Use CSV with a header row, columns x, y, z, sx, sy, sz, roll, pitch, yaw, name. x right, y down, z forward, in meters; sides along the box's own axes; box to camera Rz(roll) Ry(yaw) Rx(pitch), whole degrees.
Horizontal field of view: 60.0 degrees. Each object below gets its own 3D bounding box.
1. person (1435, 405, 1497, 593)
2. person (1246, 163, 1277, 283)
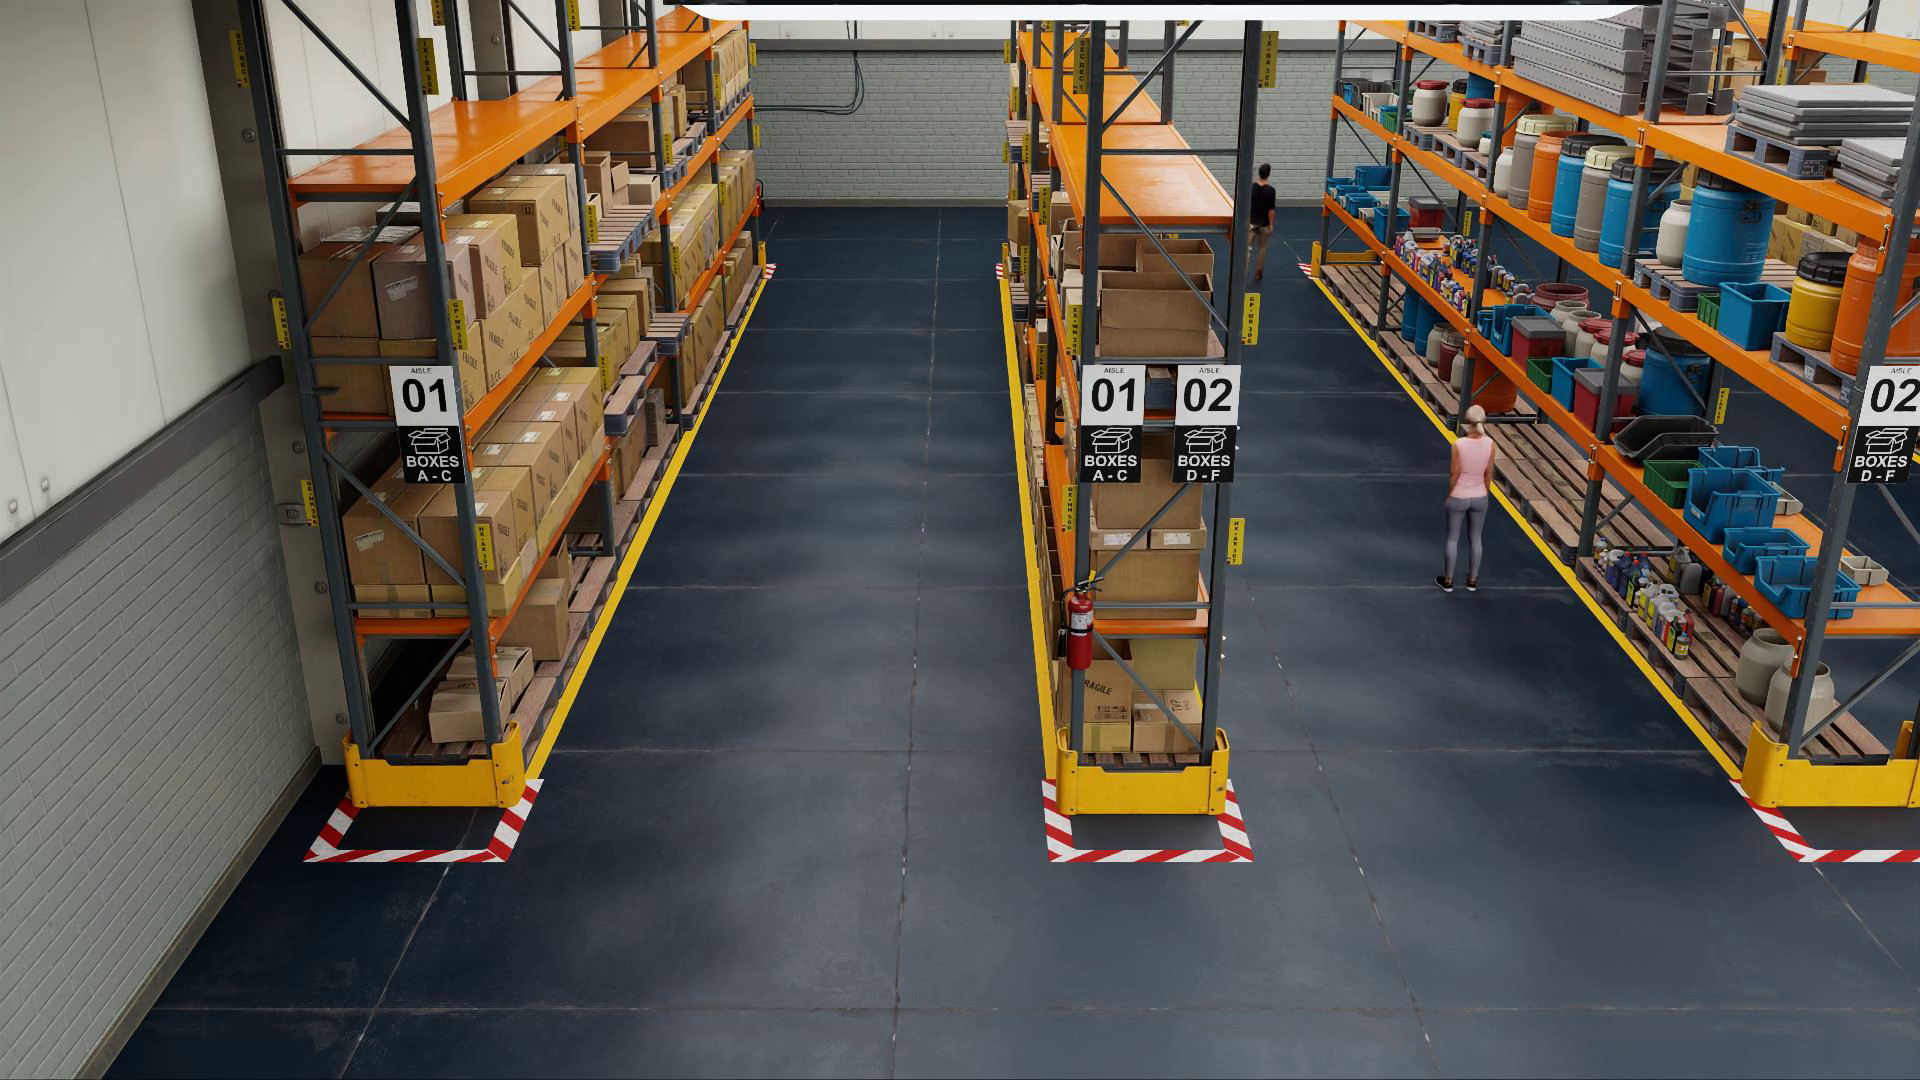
x,y,z,sx,sy,sz,roll,pitch,yaw,name
4.524,-0.367,14.815,0.549,1.722,0.521,0,22,1,person
4.560,-4.840,25.598,0.896,1.839,1.101,9,24,21,person
